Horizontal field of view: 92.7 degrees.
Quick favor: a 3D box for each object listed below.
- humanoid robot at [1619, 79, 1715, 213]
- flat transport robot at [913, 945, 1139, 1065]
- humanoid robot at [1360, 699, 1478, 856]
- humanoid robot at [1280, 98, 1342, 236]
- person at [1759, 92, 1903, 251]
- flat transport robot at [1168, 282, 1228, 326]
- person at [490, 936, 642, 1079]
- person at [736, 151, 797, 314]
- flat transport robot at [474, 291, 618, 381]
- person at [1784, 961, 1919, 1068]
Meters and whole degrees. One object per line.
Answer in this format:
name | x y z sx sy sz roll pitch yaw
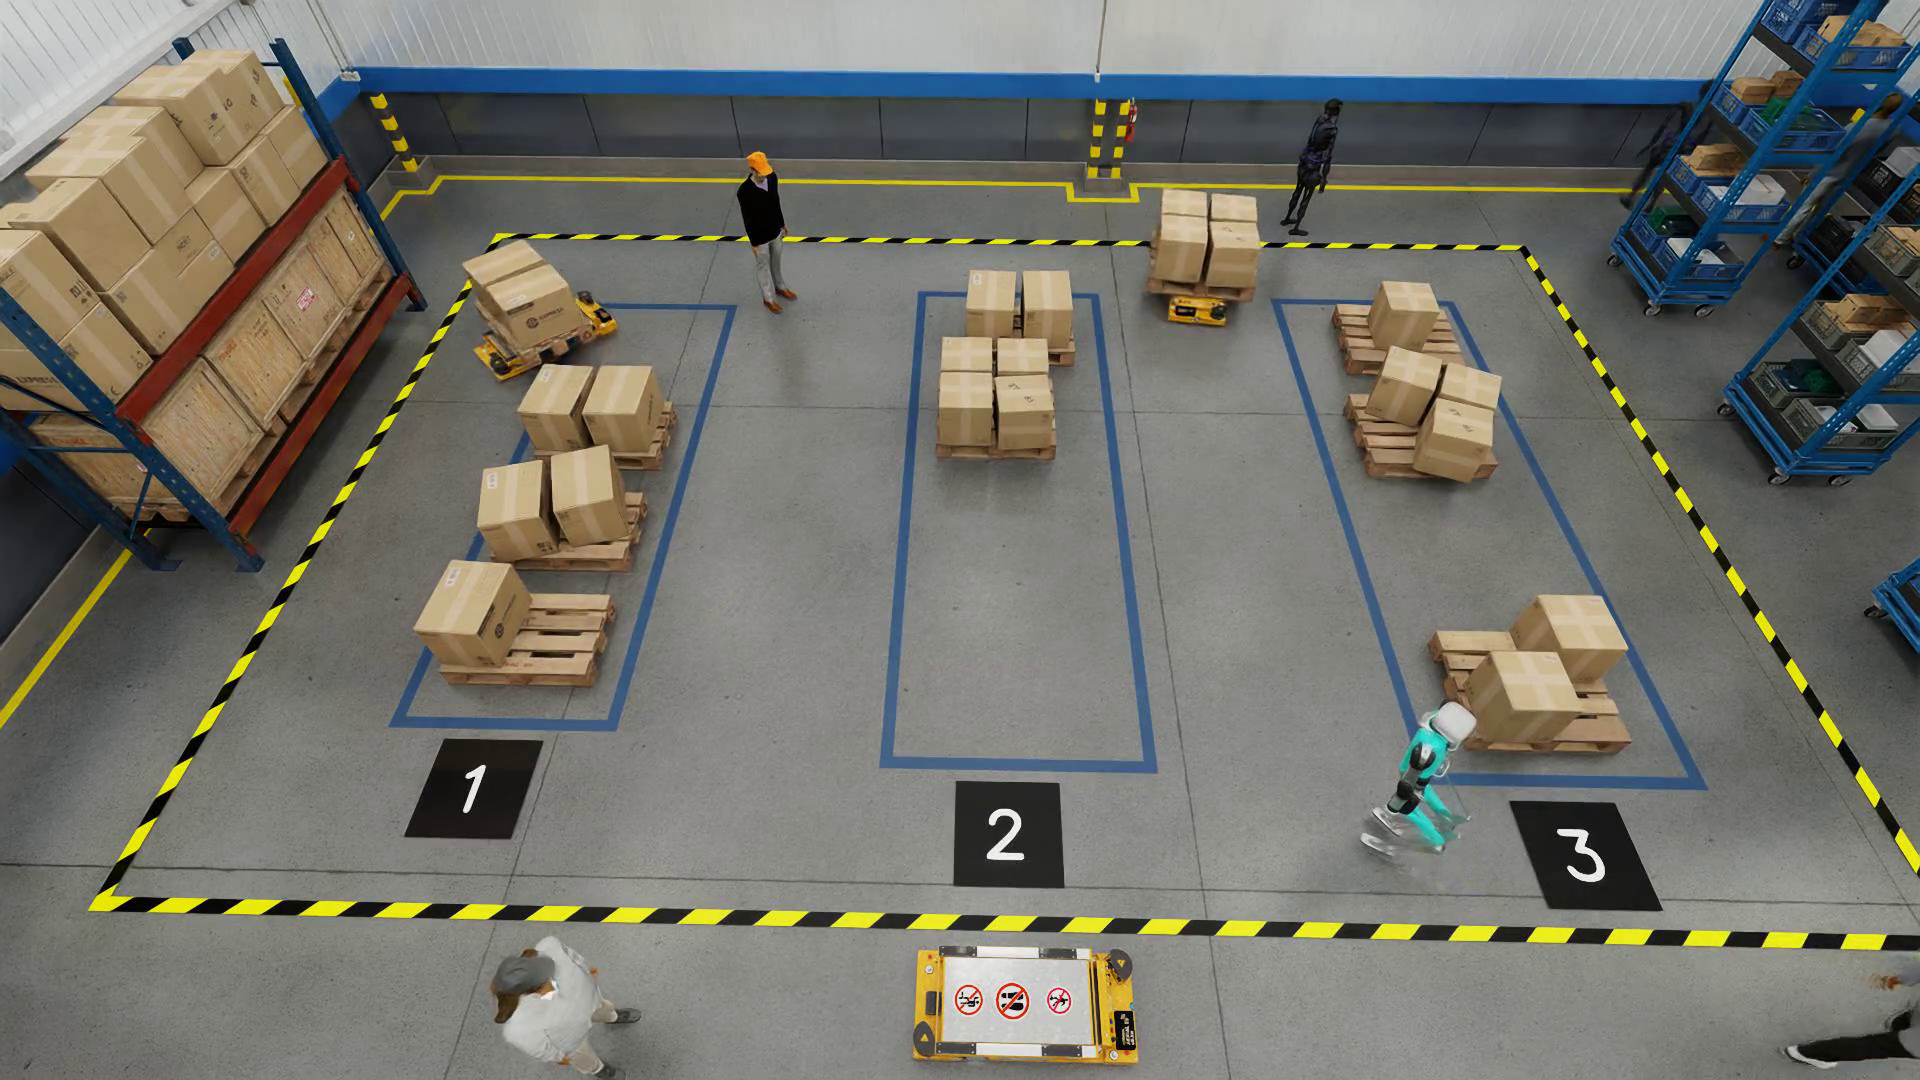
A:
humanoid robot | 9.048 -4.953 11.626 0.609 1.652 0.424 13 52 11
flat transport robot | 0.422 3.041 6.007 1.431 0.231 0.659 1 51 1
humanoid robot | 3.166 1.697 6.068 0.735 1.677 0.533 34 58 25
humanoid robot | 4.365 -4.616 11.328 0.315 1.659 0.599 -7 51 -6
person | 10.473 -4.380 10.979 0.627 1.940 0.373 -1 51 -1
flat transport robot | 2.853 -3.119 11.010 0.652 0.197 1.431 7 51 5
person | -2.280 2.724 5.295 0.398 1.769 0.572 3 51 3
person | -2.151 -3.443 10.255 0.387 1.878 0.585 26 55 20
flat transport robot | -4.698 -2.337 10.373 1.431 0.197 0.652 -35 59 -25
person | 5.785 2.761 5.243 0.986 1.800 0.600 4 51 3
